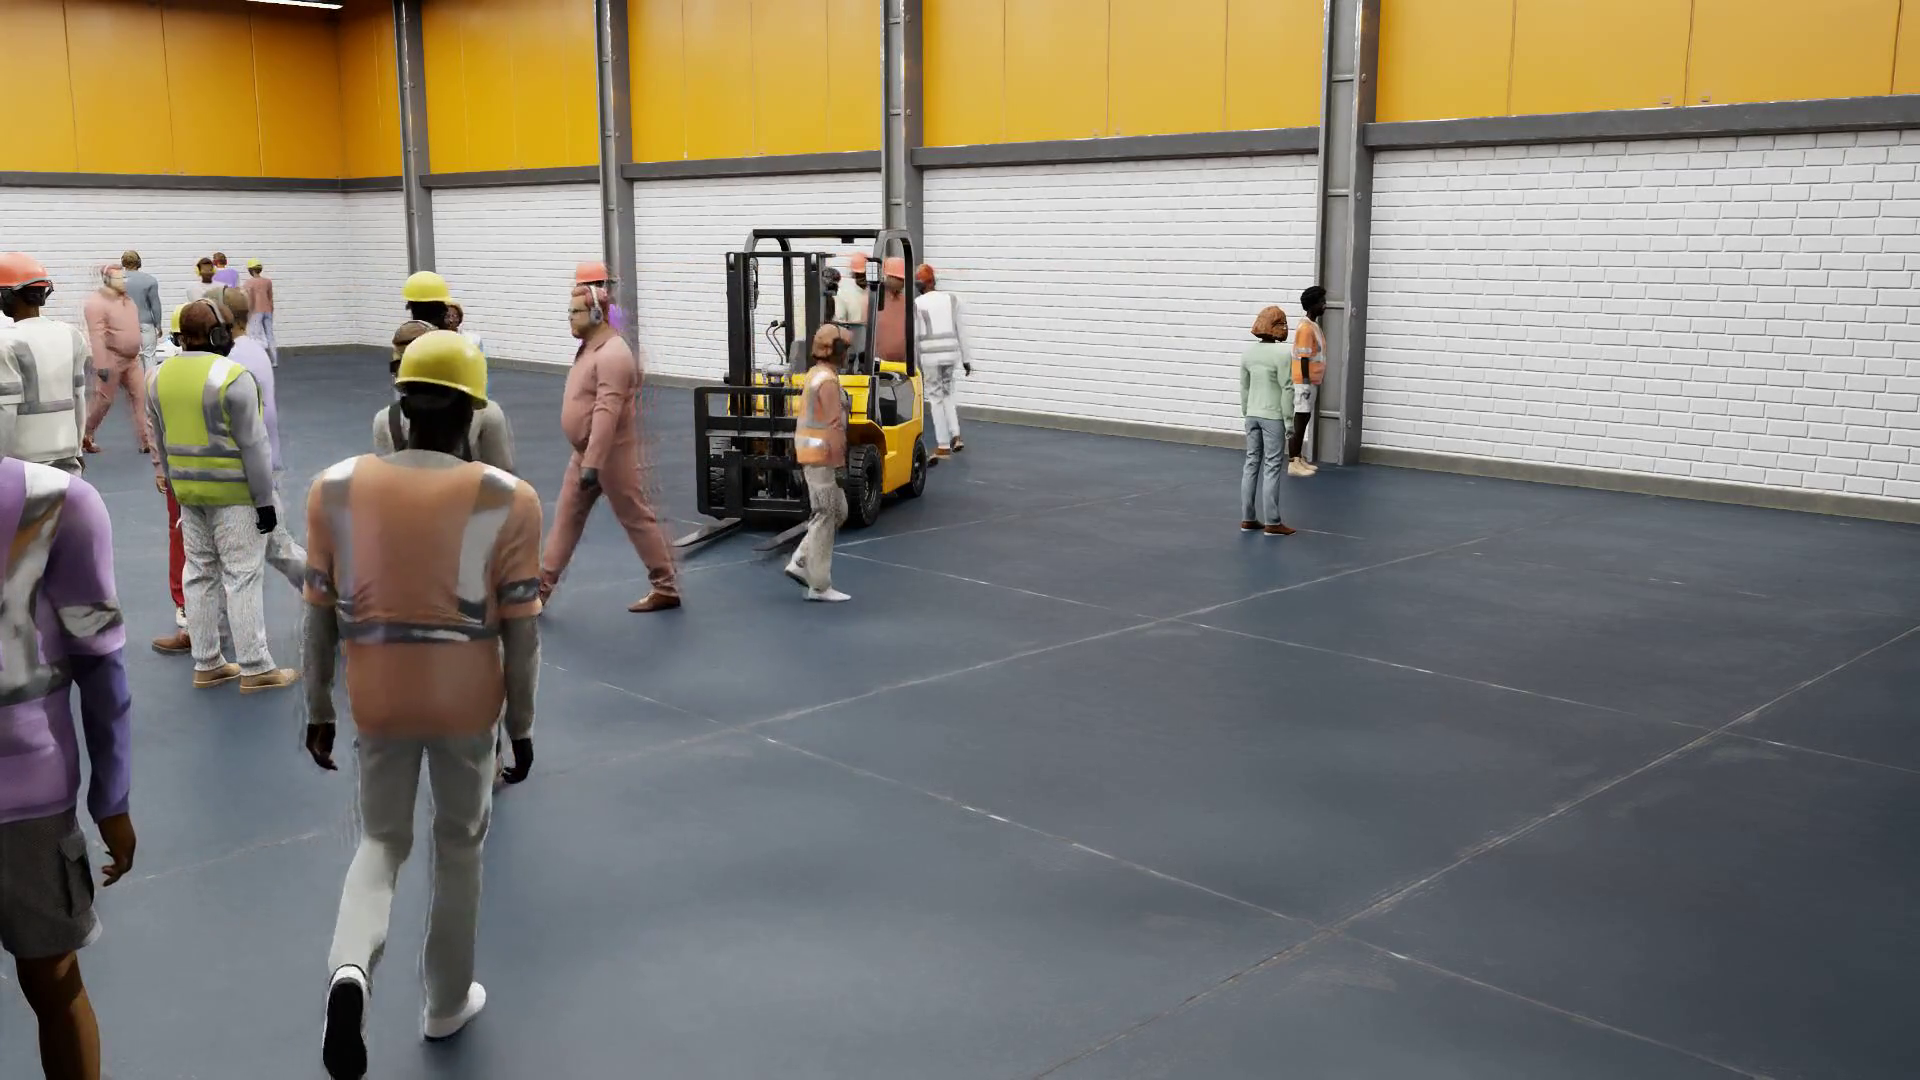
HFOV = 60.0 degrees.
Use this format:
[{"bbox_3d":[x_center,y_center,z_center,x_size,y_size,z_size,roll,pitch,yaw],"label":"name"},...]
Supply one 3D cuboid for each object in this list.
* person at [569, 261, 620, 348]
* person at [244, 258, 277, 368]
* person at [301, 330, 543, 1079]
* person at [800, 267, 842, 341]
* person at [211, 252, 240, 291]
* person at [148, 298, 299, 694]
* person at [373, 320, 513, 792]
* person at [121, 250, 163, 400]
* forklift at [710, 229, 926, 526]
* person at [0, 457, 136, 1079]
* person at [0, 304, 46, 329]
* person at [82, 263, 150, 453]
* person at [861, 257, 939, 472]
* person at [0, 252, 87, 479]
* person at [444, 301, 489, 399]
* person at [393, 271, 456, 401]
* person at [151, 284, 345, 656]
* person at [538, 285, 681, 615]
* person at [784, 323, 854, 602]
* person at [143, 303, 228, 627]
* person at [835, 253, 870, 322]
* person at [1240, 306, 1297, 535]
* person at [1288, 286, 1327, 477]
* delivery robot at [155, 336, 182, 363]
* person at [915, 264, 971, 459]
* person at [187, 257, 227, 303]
[{"bbox_3d":[-3.075,-1.372,13.969,0.567,1.913,0.574,-6,12,-29],"label":"person"},{"bbox_3d":[-11.230,-3.621,26.644,0.331,1.765,0.532,6,12,28],"label":"person"},{"bbox_3d":[-1.364,0.433,4.190,0.634,1.891,0.691,0,10,-2],"label":"person"},{"bbox_3d":[-1.432,-1.944,17.405,0.481,1.807,0.683,-4,11,-22],"label":"person"},{"bbox_3d":[-12.450,-3.939,28.149,0.389,1.848,0.567,10,14,44],"label":"person"},{"bbox_3d":[-3.441,-0.199,7.774,0.627,1.844,0.429,4,11,22],"label":"person"},{"bbox_3d":[-1.934,0.082,6.307,0.557,1.819,0.516,2,11,10],"label":"person"},{"bbox_3d":[-10.664,-2.774,21.549,0.627,1.940,0.370,-2,11,-13],"label":"person"},{"bbox_3d":[-1.050,-1.319,12.920,1.214,2.155,2.313,2,11,13],"label":"forklift"},{"bbox_3d":[-1.989,0.517,3.319,0.616,2.041,0.382,-3,11,-14],"label":"person"},{"bbox_3d":[-6.643,-0.965,11.698,0.379,1.933,0.547,5,12,27],"label":"person"},{"bbox_3d":[-8.265,-1.761,16.225,0.936,1.871,0.654,2,11,13],"label":"person"},{"bbox_3d":[-0.600,-1.559,14.936,0.647,1.929,1.053,-7,12,-33],"label":"person"},{"bbox_3d":[-4.808,-0.463,8.664,0.371,2.044,0.608,2,11,12],"label":"person"},{"bbox_3d":[-3.981,-1.074,13.146,0.517,1.624,0.440,-7,12,-34],"label":"person"},{"bbox_3d":[-3.036,-0.567,9.541,0.360,1.929,0.587,-2,11,-10],"label":"person"},{"bbox_3d":[-3.590,-0.339,8.424,0.996,1.900,0.641,-3,11,-17],"label":"person"},{"bbox_3d":[-2.065,-0.480,9.269,1.020,1.850,0.653,-6,12,-30],"label":"person"},{"bbox_3d":[-0.784,-0.448,9.703,0.360,1.621,0.552,-2,11,-12],"label":"person"},{"bbox_3d":[-4.176,-0.414,9.152,0.525,1.769,0.308,-10,14,-44],"label":"person"},{"bbox_3d":[-0.952,-1.926,16.900,0.611,1.938,1.008,-2,11,-9],"label":"person"},{"bbox_3d":[2.203,-0.851,11.895,0.281,1.634,0.498,-7,12,-33],"label":"person"},{"bbox_3d":[3.087,-1.409,14.793,0.321,1.690,0.529,3,11,17],"label":"person"},{"bbox_3d":[-12.264,-2.929,25.915,0.707,0.478,0.477,2,10,9],"label":"delivery robot"},{"bbox_3d":[-0.223,-1.697,15.902,0.650,1.856,0.455,-6,12,-30],"label":"person"},{"bbox_3d":[-9.562,-2.669,21.206,0.525,1.855,0.379,-6,12,-28],"label":"person"}]
